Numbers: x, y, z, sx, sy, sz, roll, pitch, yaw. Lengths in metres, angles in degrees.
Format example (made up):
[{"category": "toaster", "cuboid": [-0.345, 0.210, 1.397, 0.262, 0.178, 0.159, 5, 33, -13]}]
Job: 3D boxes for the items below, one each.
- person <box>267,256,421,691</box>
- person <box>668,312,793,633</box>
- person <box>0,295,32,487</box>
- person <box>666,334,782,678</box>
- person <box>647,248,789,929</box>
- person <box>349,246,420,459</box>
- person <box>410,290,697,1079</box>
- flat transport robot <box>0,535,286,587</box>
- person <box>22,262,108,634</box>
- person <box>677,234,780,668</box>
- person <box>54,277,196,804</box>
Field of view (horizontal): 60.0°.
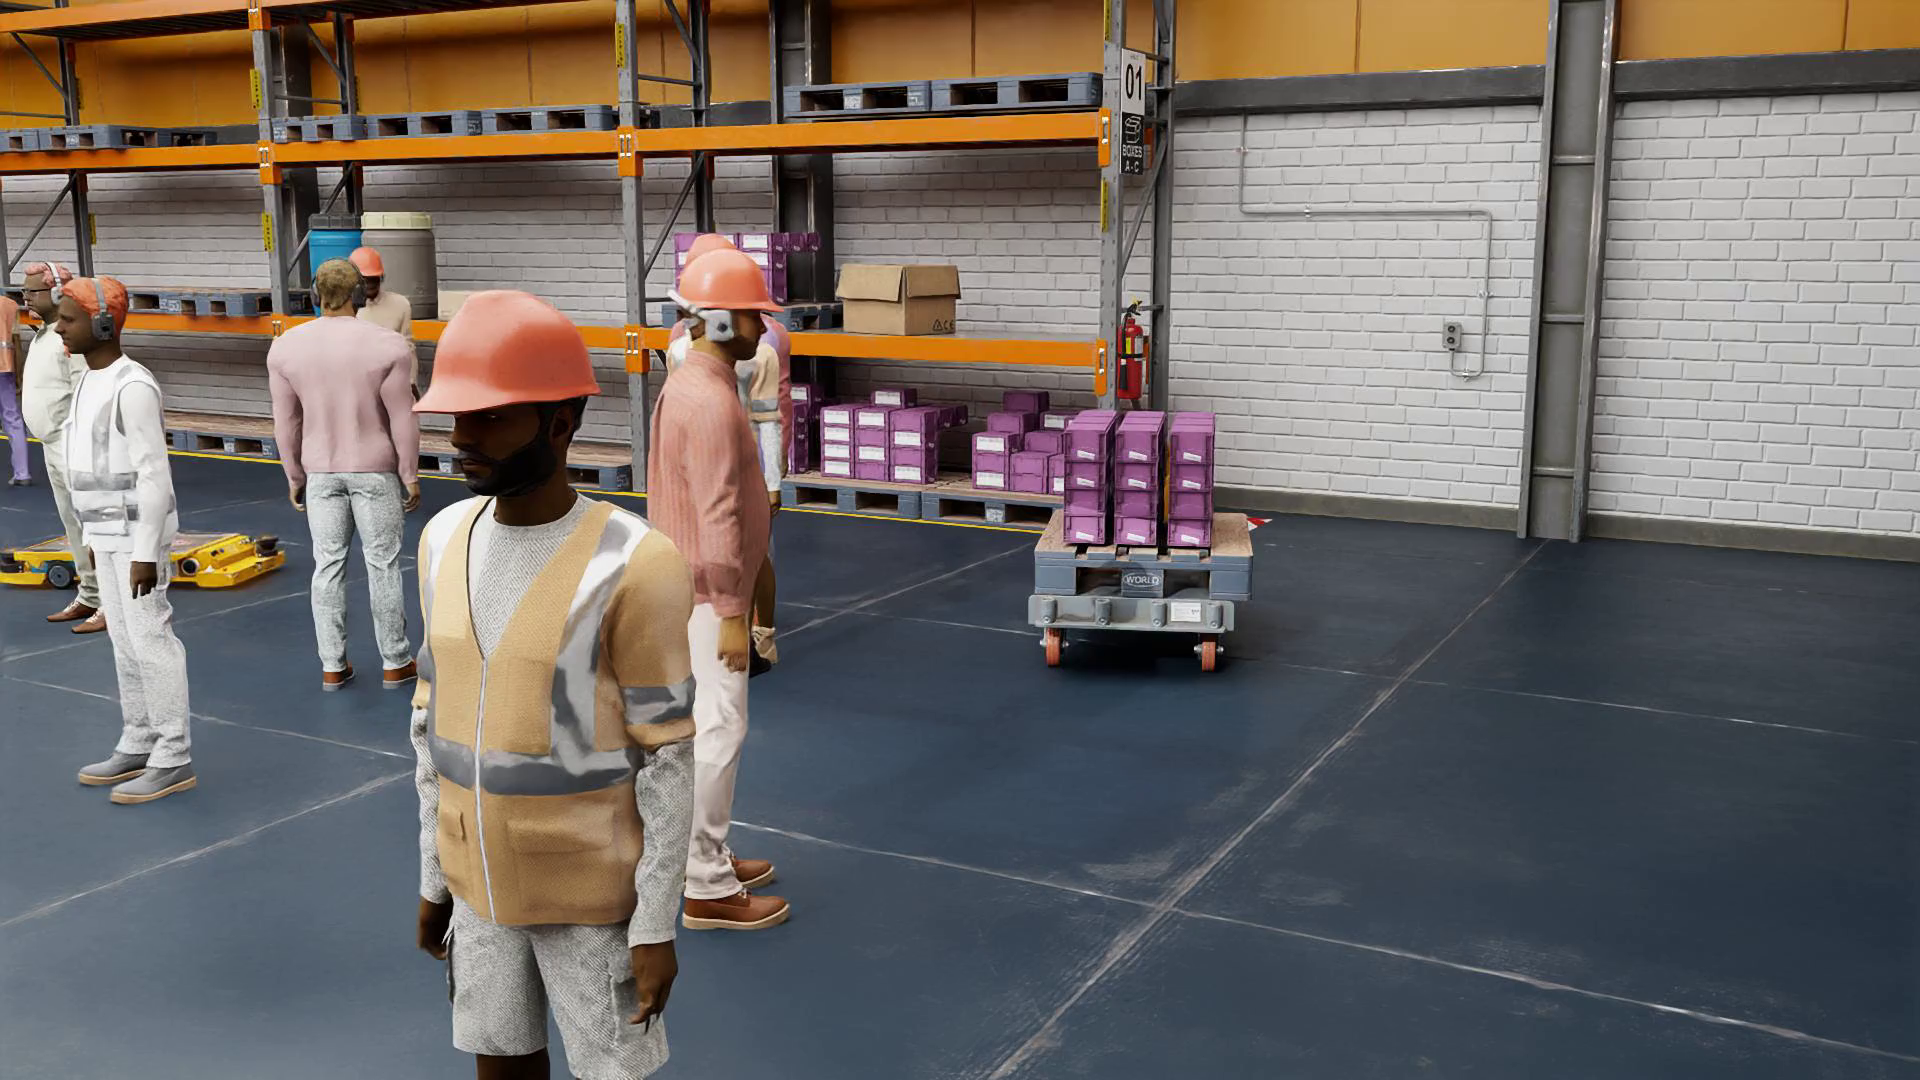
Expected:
[{"category": "person", "cuboid": [-2.712, -0.285, 7.415, 0.629, 1.940, 0.373, -1, 10, -4]}, {"category": "person", "cuboid": [-1.175, -0.482, 8.521, 0.642, 1.932, 0.367, 1, 10, 4]}, {"category": "person", "cuboid": [-7.766, -1.304, 13.300, 0.383, 1.834, 0.566, 7, 13, 35]}, {"category": "person", "cuboid": [-1.059, -0.314, 7.627, 0.548, 1.923, 0.391, 3, 11, 15]}, {"category": "person", "cuboid": [-0.710, 0.146, 4.919, 0.408, 1.986, 0.630, -3, 11, -15]}, {"category": "person", "cuboid": [-4.183, -1.109, 11.880, 0.640, 1.958, 0.622, -7, 13, -35]}, {"category": "person", "cuboid": [-0.696, 0.564, 2.763, 0.543, 1.939, 0.360, 5, 11, 25]}, {"category": "flat transport robot", "cuboid": [-4.838, 0.107, 9.839, 1.431, 0.197, 0.652, 1, 10, 4]}, {"category": "person", "cuboid": [-4.589, -0.472, 8.569, 0.641, 1.899, 0.394, 10, 14, 44]}, {"category": "person", "cuboid": [-1.087, -0.384, 7.708, 0.607, 2.035, 0.411, 10, 14, 44]}, {"category": "person", "cuboid": [-3.012, 0.003, 5.990, 0.358, 1.882, 0.574, -10, 14, -43]}]
